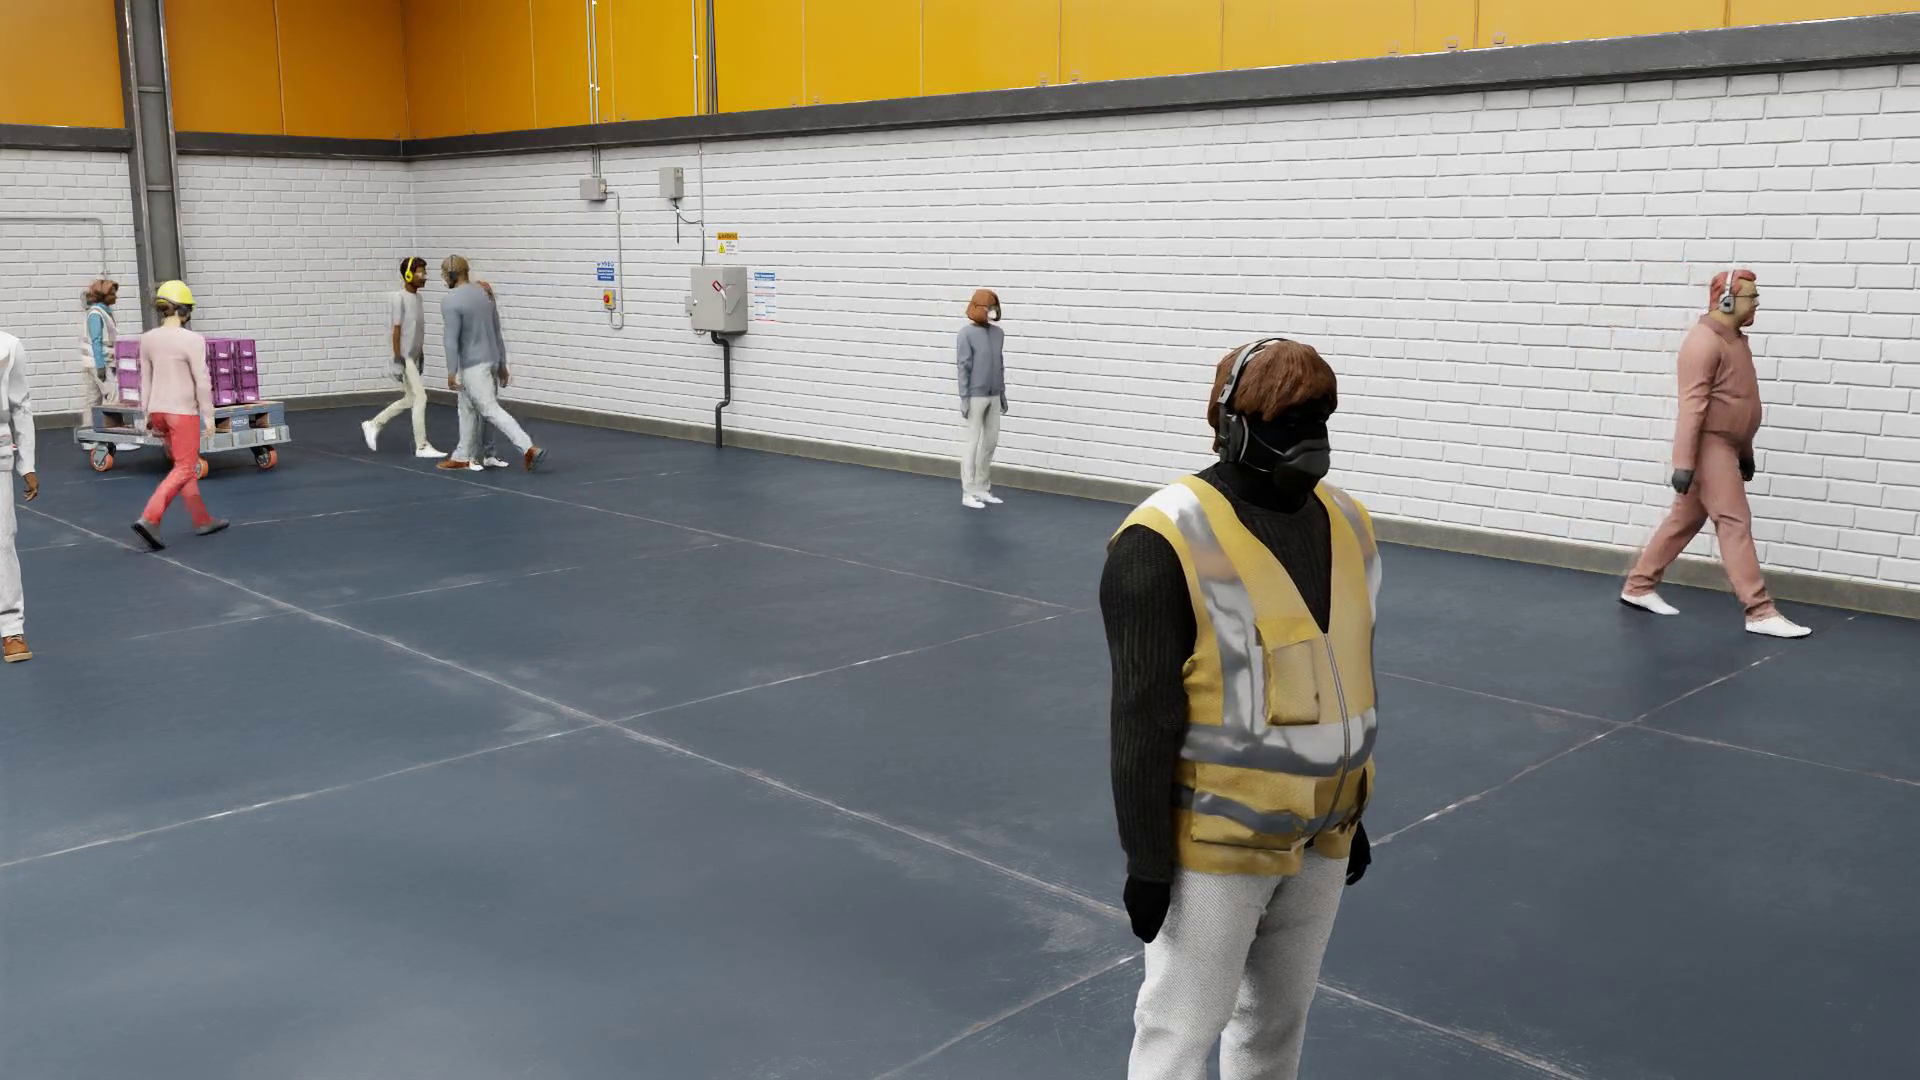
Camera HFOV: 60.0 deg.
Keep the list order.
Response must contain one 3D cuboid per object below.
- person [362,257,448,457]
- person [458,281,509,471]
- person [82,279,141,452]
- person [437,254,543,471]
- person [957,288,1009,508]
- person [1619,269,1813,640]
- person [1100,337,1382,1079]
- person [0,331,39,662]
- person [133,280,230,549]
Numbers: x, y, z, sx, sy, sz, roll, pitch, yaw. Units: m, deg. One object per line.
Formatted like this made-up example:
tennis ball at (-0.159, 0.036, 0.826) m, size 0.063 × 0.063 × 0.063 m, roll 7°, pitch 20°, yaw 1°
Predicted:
person at (-5.123, -1.663, 15.208) m, size 0.777 × 1.836 × 0.512 m, roll 1°, pitch 10°, yaw 6°
person at (-4.147, -1.425, 14.427) m, size 0.279 × 1.633 × 0.497 m, roll 6°, pitch 12°, yaw 31°
person at (-7.990, -1.620, 15.551) m, size 0.555 × 1.610 × 0.519 m, roll -4°, pitch 11°, yaw -19°
person at (-4.029, -1.487, 14.160) m, size 1.001 × 1.879 × 0.642 m, roll 3°, pitch 11°, yaw 14°
person at (0.171, -1.061, 12.447) m, size 0.273 × 1.634 × 0.507 m, roll 9°, pitch 14°, yaw 41°
person at (3.923, -0.463, 8.588) m, size 0.973 × 1.857 × 0.658 m, roll 7°, pitch 12°, yaw 33°
person at (0.551, 0.545, 3.113) m, size 0.632 × 1.842 × 0.429 m, roll -8°, pitch 13°, yaw -36°
person at (-4.664, -0.338, 7.816) m, size 0.579 × 1.882 × 0.342 m, roll -6°, pitch 12°, yaw -28°
person at (-5.178, -0.835, 10.920) m, size 0.529 × 1.733 × 0.819 m, roll 4°, pitch 11°, yaw 23°
